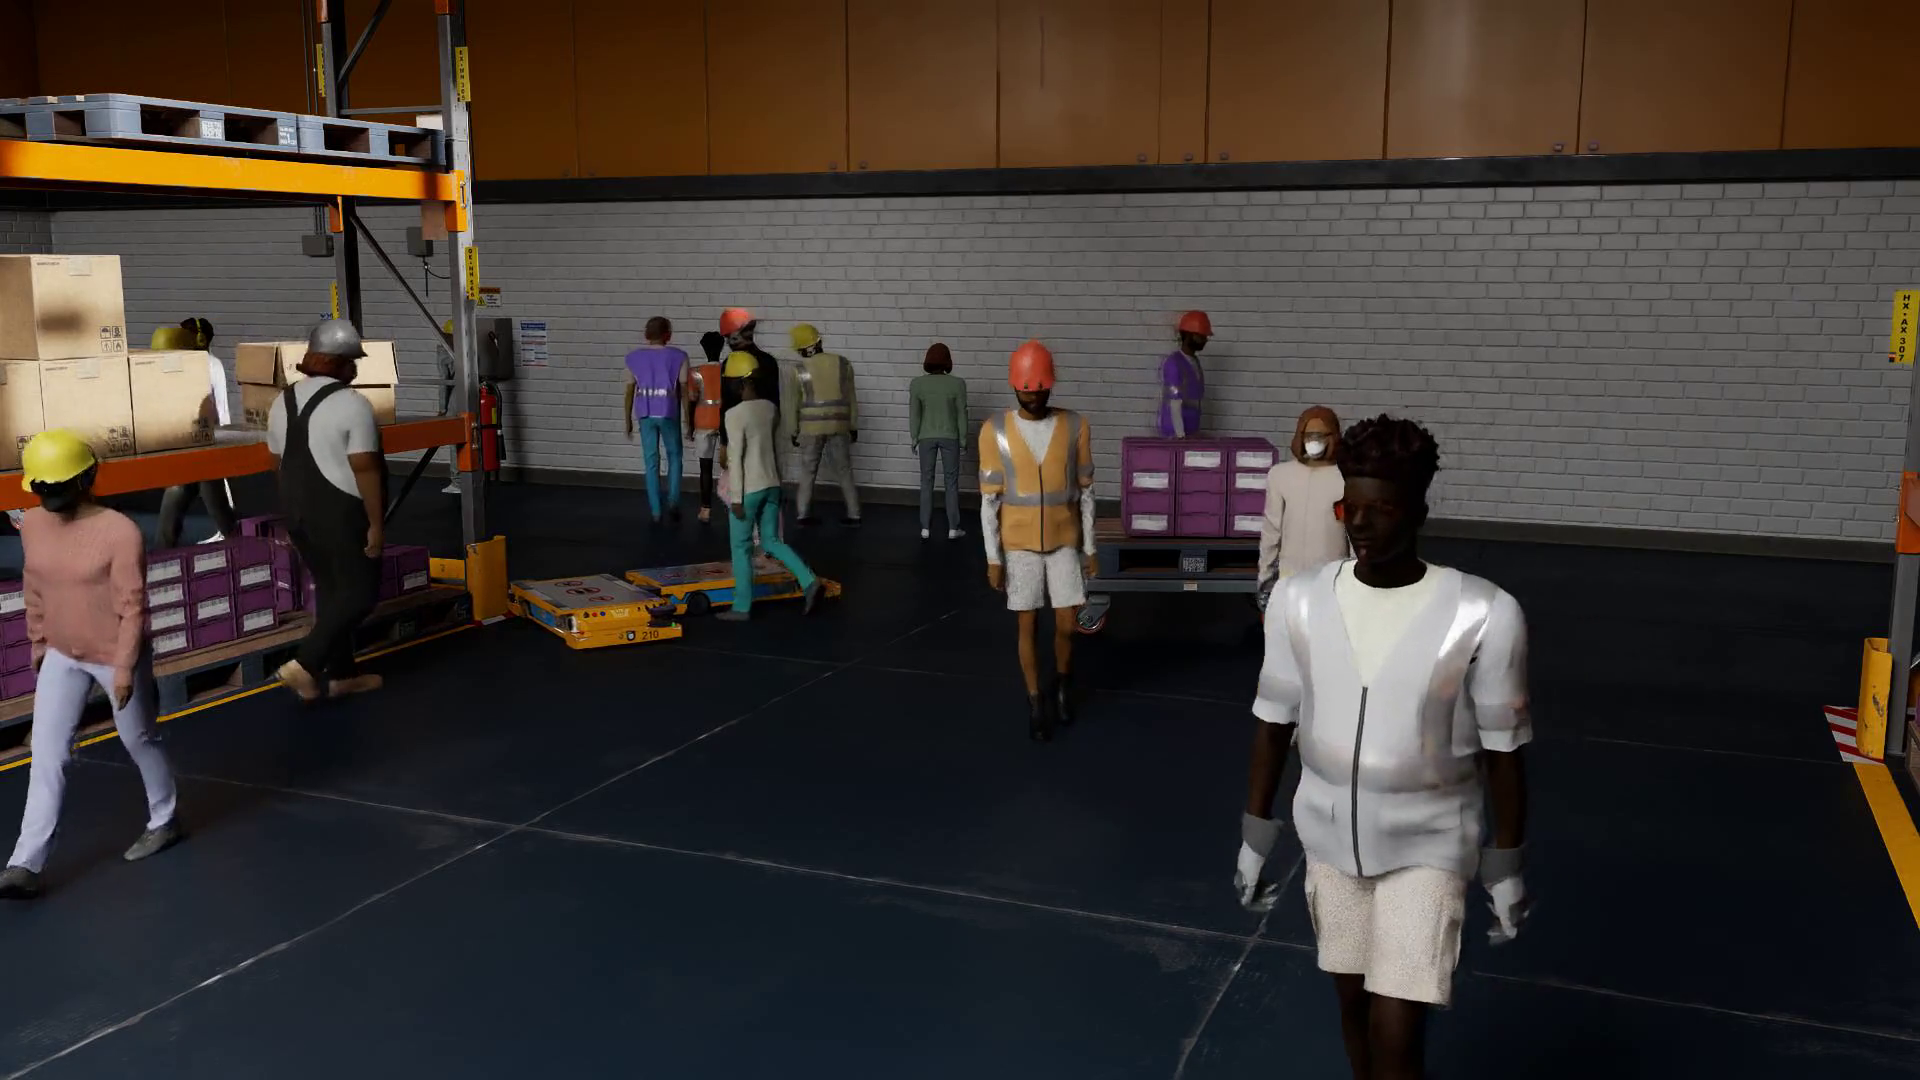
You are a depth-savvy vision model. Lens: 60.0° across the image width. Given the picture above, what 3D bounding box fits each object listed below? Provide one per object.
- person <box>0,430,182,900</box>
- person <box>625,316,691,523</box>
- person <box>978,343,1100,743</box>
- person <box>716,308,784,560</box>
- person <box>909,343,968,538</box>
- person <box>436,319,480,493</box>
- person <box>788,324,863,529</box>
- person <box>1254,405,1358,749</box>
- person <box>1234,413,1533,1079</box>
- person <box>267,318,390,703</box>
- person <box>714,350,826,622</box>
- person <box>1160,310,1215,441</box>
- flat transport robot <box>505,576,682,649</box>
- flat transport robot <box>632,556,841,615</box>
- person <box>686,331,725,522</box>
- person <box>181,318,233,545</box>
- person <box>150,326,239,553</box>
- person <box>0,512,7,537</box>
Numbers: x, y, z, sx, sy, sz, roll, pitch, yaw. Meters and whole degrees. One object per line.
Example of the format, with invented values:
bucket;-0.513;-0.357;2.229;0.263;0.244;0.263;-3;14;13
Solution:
person;-3.200;0.436;6.037;0.583;1.687;0.942;2;10;11
person;-2.680;-1.073;14.785;0.584;1.820;0.583;-1;9;-5
person;0.376;0.021;7.948;0.594;1.903;0.543;0;9;-2
person;-1.568;-0.736;12.351;0.497;1.958;0.721;5;11;30
person;-0.174;-0.822;13.857;0.498;1.633;0.285;2;10;10
person;-5.020;-1.341;16.660;0.288;1.746;0.487;7;12;36
person;-1.172;-0.966;14.324;0.613;1.782;0.406;-3;10;-19
person;1.664;0.173;7.853;0.520;1.626;0.496;5;11;29
person;0.903;0.696;3.708;0.630;1.937;0.826;7;12;36
person;-3.242;-0.144;8.516;0.715;2.000;0.730;5;11;28
person;-1.225;-0.318;10.469;0.685;1.743;0.536;5;11;28
person;1.830;-0.889;13.404;0.422;1.914;0.543;7;12;35
flat transport robot;-2.319;0.425;10.418;0.652;0.197;1.431;-6;11;-31
flat transport robot;-1.583;0.298;11.185;1.431;0.197;0.652;-6;11;-31
person;-2.167;-1.002;14.768;0.532;1.693;0.319;-3;10;-16
person;-5.994;-0.838;13.289;0.316;1.858;0.514;-4;10;-23
person;-5.122;-0.477;11.106;0.622;1.886;0.999;7;12;37
person;-5.691;-0.184;9.234;0.589;1.891;0.913;5;10;26
